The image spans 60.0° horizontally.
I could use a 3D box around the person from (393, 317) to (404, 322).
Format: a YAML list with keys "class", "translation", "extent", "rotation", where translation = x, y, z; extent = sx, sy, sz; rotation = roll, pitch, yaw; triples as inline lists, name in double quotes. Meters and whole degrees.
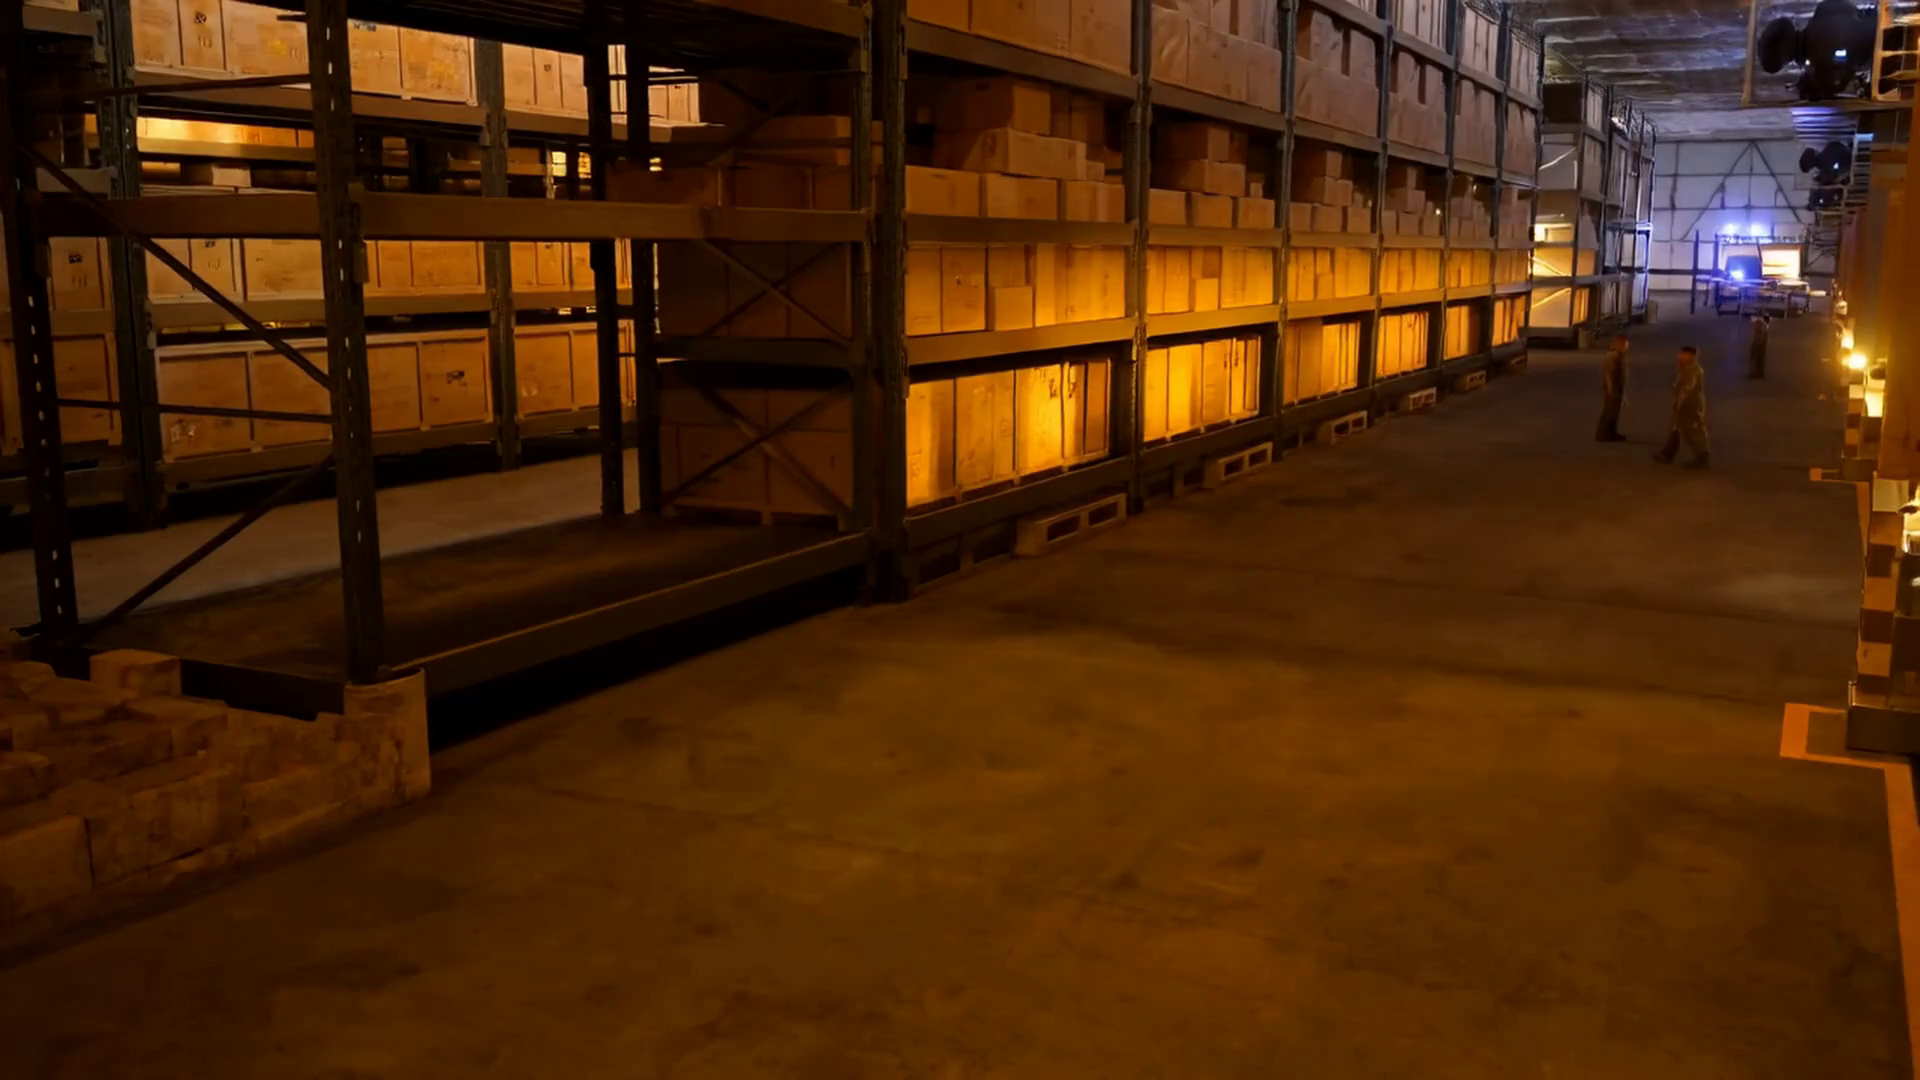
- class: "person"
  translation: [-10.461, -3.928, 30.778]
  extent: [0.314, 1.620, 0.612]
  rotation: [2, 10, 10]
